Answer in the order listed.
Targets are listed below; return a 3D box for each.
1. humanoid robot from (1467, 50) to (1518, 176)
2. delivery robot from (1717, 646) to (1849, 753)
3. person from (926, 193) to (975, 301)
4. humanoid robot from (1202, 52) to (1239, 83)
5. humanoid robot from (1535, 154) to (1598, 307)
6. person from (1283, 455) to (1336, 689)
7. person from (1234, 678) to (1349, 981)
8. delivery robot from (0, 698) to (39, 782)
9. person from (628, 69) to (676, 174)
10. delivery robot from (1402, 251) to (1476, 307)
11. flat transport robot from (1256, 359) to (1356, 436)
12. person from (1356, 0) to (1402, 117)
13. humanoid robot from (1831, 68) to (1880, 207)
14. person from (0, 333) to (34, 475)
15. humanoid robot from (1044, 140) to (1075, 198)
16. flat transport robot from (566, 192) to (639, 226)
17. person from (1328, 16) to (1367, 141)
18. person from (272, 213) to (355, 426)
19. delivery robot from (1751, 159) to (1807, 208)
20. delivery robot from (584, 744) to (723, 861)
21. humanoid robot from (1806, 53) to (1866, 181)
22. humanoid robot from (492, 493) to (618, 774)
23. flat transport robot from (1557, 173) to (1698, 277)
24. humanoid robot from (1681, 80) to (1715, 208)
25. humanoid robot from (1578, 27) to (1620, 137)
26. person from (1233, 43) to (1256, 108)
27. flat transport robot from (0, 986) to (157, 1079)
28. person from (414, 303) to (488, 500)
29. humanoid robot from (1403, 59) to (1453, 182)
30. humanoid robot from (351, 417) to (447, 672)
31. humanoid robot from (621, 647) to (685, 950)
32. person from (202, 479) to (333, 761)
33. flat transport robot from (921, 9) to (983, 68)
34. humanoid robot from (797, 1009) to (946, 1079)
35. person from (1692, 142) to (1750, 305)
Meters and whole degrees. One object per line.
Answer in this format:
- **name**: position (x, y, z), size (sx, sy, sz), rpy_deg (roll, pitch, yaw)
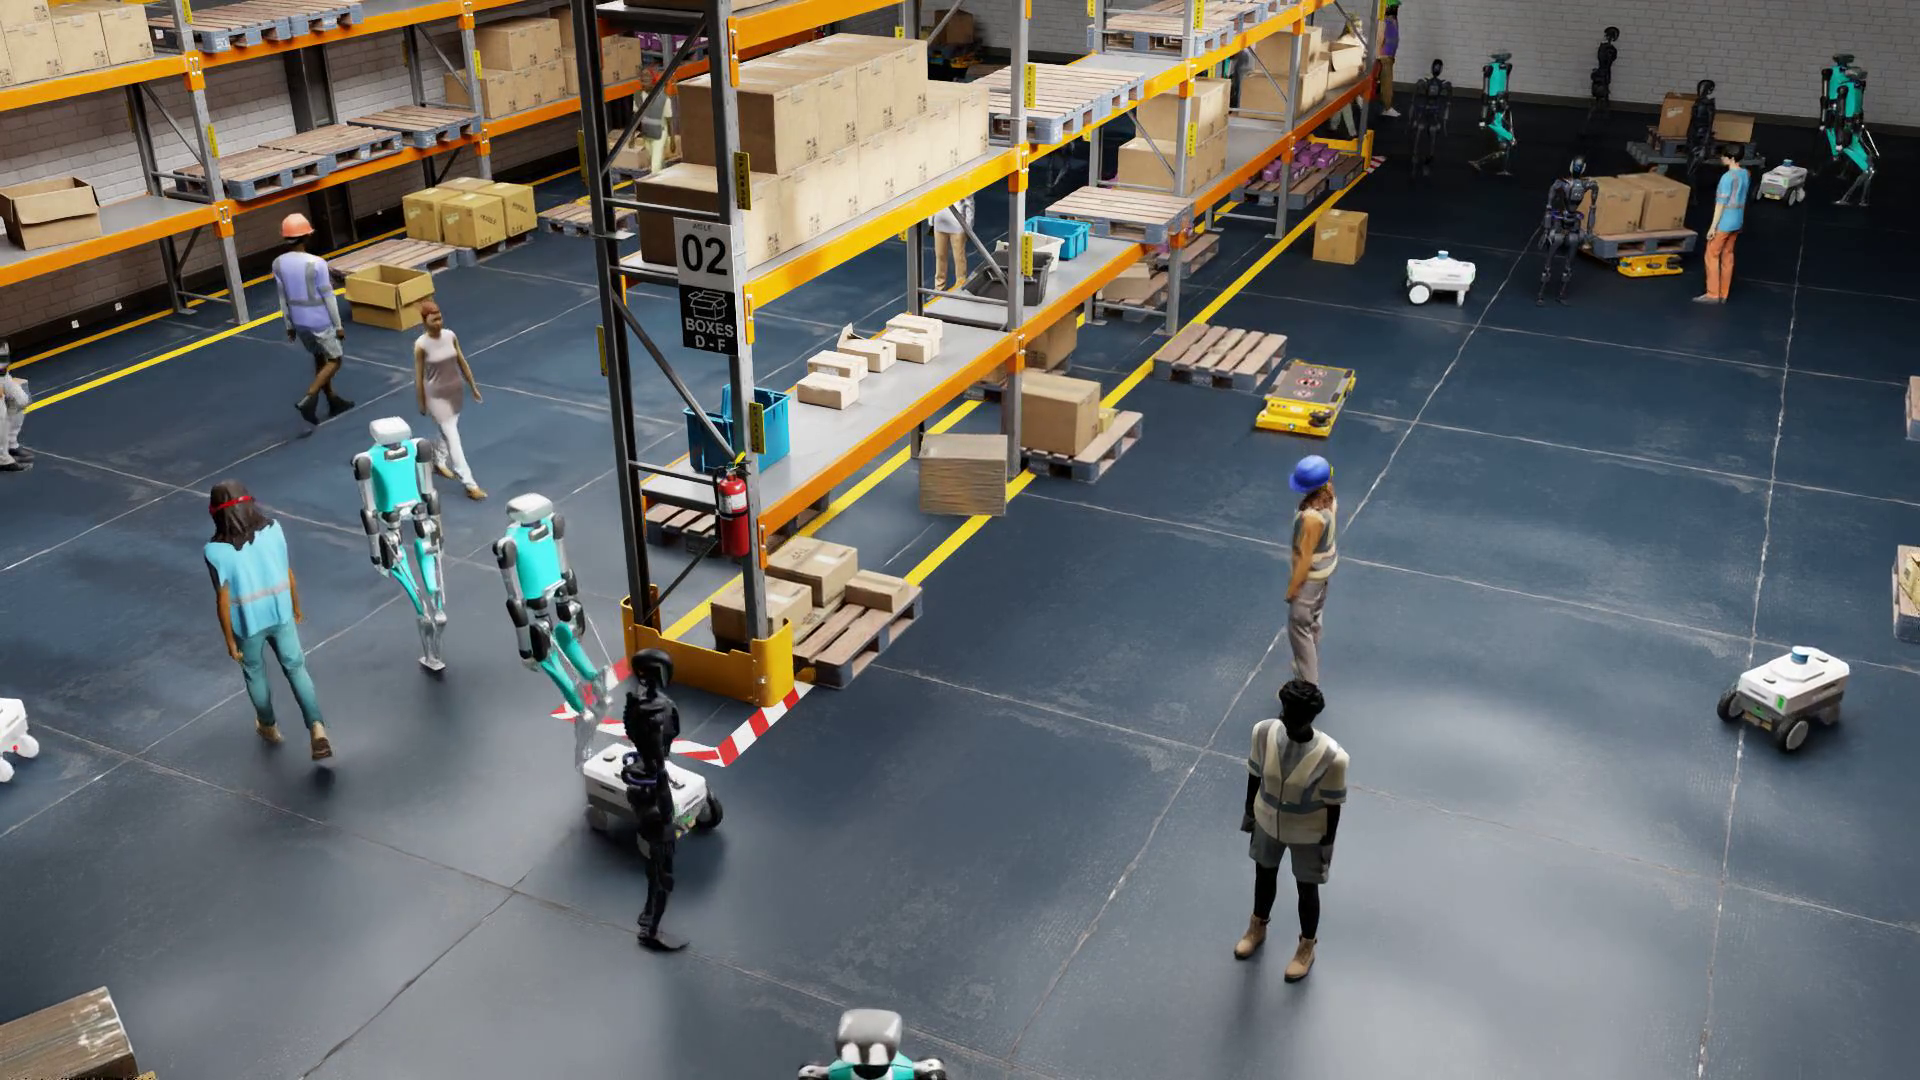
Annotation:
- **humanoid robot**: position (7.482, -5.820, 22.902), size (0.545, 1.741, 1.021), rpy_deg (-19, 32, -33)
- **delivery robot**: position (5.251, 0.956, 10.519), size (0.793, 0.590, 0.499), rpy_deg (-14, 30, -27)
- **person**: position (-0.116, -3.418, 18.007), size (0.563, 1.752, 0.334), rpy_deg (14, 30, 26)
- **humanoid robot**: position (3.568, -6.416, 24.072), size (0.900, 1.748, 0.554), rpy_deg (-20, 33, -35)
- **humanoid robot**: position (6.542, -3.330, 17.906), size (0.599, 1.653, 0.315), rpy_deg (0, 26, 0)
- **person**: position (2.243, 0.224, 10.676), size (0.319, 1.738, 0.619), rpy_deg (11, 28, 22)
- **person**: position (1.646, 1.424, 8.301), size (0.535, 1.691, 0.319), rpy_deg (19, 32, 33)
- **delivery robot**: position (-6.088, 1.166, 10.119), size (0.813, 0.610, 0.499), rpy_deg (2, 26, 5)
- **person**: position (-4.001, -5.174, 21.516), size (0.597, 1.803, 0.861), rpy_deg (15, 30, 28)
- **delivery robot**: position (5.231, -2.864, 18.262), size (0.785, 0.614, 0.516), rpy_deg (4, 27, 7)
- **flat transport robot**: position (3.235, -1.334, 15.473), size (0.659, 0.231, 1.431), rpy_deg (10, 28, 19)
- **person**: position (6.793, -7.805, 26.700), size (0.800, 1.901, 0.551), rpy_deg (17, 31, 30)
- **humanoid robot**: position (11.709, -5.168, 21.567), size (0.585, 1.784, 0.811), rpy_deg (-18, 31, -32)
- **person**: position (-8.079, -1.410, 13.882), size (0.477, 1.813, 0.625), rpy_deg (-13, 29, -25)
- **humanoid robot**: position (1.245, -5.350, 21.991), size (0.404, 1.654, 0.601), rpy_deg (-24, 35, -39)
- **flat transport robot**: position (-4.299, -4.259, 21.382), size (1.431, 0.231, 0.659), rpy_deg (9, 28, 18)
- **person**: position (5.904, -6.944, 25.055), size (0.606, 1.827, 0.975), rpy_deg (-14, 30, -27)
- **person**: position (-5.819, -1.954, 14.868), size (0.556, 1.921, 0.712), rpy_deg (10, 28, 19)
- **delivery robot**: position (10.881, -4.716, 21.983), size (0.768, 0.596, 0.525), rpy_deg (-24, 35, -39)
- **delivery robot**: position (-1.793, 1.446, 9.509), size (0.750, 0.570, 0.499), rpy_deg (16, 30, 28)
- **humanoid robot**: position (11.999, -5.649, 22.548), size (0.538, 1.740, 0.954), rpy_deg (-7, 27, -13)
- **humanoid robot**: position (-2.320, 0.627, 9.927), size (0.673, 1.843, 0.535), rpy_deg (13, 29, 25)
- **flat transport robot**: position (7.833, -3.406, 19.657), size (0.659, 0.231, 1.431), rpy_deg (-6, 27, -12)
- **humanoid robot**: position (9.583, -5.133, 21.573), size (0.445, 1.646, 0.610), rpy_deg (0, 26, -1)
- **humanoid robot**: position (9.768, -6.930, 25.198), size (0.556, 1.646, 0.594), rpy_deg (3, 27, 7)
- **person**: position (4.358, -6.734, 24.567), size (0.662, 1.879, 0.788), rpy_deg (12, 29, 23)
- **flat transport robot**: position (-3.714, 2.984, 6.750), size (1.431, 0.231, 0.659), rpy_deg (-18, 32, -32)
- **person**: position (-4.208, -1.176, 13.628), size (0.879, 1.611, 0.431), rpy_deg (18, 31, 32)
- **humanoid robot**: position (6.406, -5.768, 22.838), size (0.599, 1.646, 0.410), rpy_deg (3, 27, 7)
- **humanoid robot**: position (-3.547, 0.103, 10.932), size (0.540, 1.798, 0.827), rpy_deg (-24, 35, -39)
- **humanoid robot**: position (-1.577, 1.311, 8.552), size (0.343, 1.643, 0.608), rpy_deg (-8, 27, -16)
- **person**: position (-4.173, 0.498, 10.003), size (0.521, 1.842, 0.824), rpy_deg (-19, 32, -33)
- **flat transport robot**: position (-0.354, -8.957, 30.870), size (1.431, 0.231, 0.659), rpy_deg (15, 30, 28)
- **humanoid robot**: position (-0.339, 2.370, 6.397), size (0.530, 1.805, 0.786), rpy_deg (-2, 26, -4)
- **person**: position (8.281, -3.420, 18.029), size (0.540, 1.750, 0.380), rpy_deg (-19, 32, -33)
